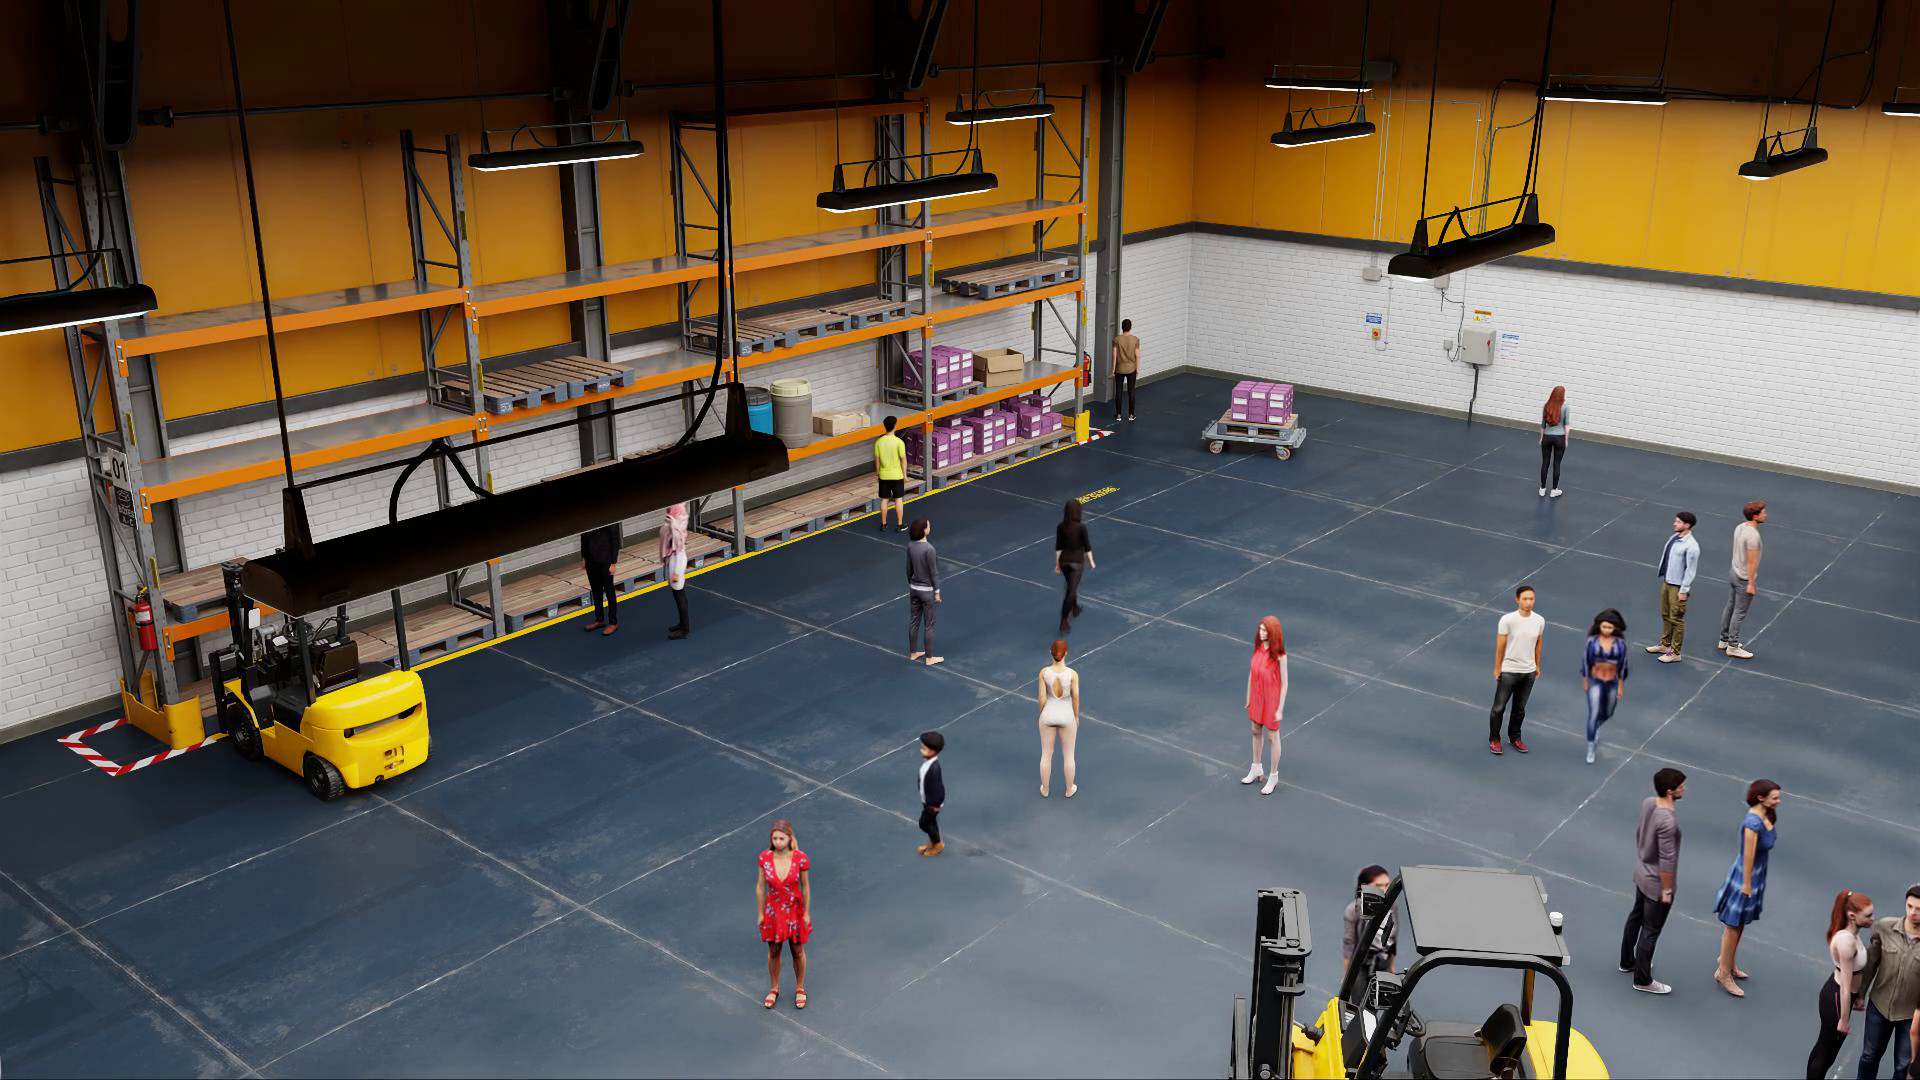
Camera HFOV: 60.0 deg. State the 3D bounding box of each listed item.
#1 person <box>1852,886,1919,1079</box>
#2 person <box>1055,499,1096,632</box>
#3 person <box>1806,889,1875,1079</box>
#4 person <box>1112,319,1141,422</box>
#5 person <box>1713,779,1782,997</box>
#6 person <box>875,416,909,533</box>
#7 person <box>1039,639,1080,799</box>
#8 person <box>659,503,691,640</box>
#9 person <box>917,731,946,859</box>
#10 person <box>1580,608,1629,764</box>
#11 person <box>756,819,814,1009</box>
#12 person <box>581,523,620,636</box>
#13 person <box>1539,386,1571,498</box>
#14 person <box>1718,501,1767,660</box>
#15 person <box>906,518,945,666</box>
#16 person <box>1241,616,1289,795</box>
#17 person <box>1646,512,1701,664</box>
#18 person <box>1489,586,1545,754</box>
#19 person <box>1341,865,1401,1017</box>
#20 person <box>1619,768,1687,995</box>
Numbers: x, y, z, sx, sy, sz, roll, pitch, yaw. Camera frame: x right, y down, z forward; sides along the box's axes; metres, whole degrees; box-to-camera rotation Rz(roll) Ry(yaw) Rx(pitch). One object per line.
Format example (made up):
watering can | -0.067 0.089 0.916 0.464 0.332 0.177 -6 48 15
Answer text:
person | 6.468 3.208 11.437 0.715 1.864 0.579 17 25 41
person | 1.342 0.343 20.357 0.719 1.601 1.122 10 21 27
person | 6.099 3.228 11.571 0.682 1.741 0.519 10 21 28
person | 3.006 -3.097 30.179 0.750 1.852 0.773 1 19 4
person | 6.195 2.695 13.054 0.756 1.805 0.553 11 22 30
person | -0.994 -0.959 24.056 0.700 1.708 0.687 4 19 13
person | 0.956 1.733 16.163 0.614 1.644 0.635 2 19 7
person | -3.427 0.314 20.126 0.796 1.803 0.737 -2 19 -5
person | -0.207 2.311 15.116 0.624 1.217 0.583 -4 19 -13
person | 6.599 1.462 17.041 0.834 1.597 1.056 6 20 17
person | -1.348 2.873 12.857 0.669 1.593 0.711 1 19 2
person | -4.387 0.214 20.299 0.739 1.884 0.628 10 21 26
person | 9.177 -1.534 25.710 0.597 1.742 0.564 12 22 32
person | 9.233 0.435 19.620 0.809 1.898 0.703 2 19 6
person | -0.431 0.581 19.389 0.601 1.768 0.507 15 24 38
person | 3.004 1.596 16.284 0.605 1.826 0.656 -12 22 -32
person | 8.391 0.533 19.464 0.807 1.811 0.732 0 19 -1
person | 5.736 1.318 17.144 0.704 1.804 0.776 -2 19 -7
person | 2.951 3.103 12.044 0.666 1.677 0.770 -8 20 -21
person | 5.471 2.649 13.116 0.808 1.853 0.712 1 19 2
